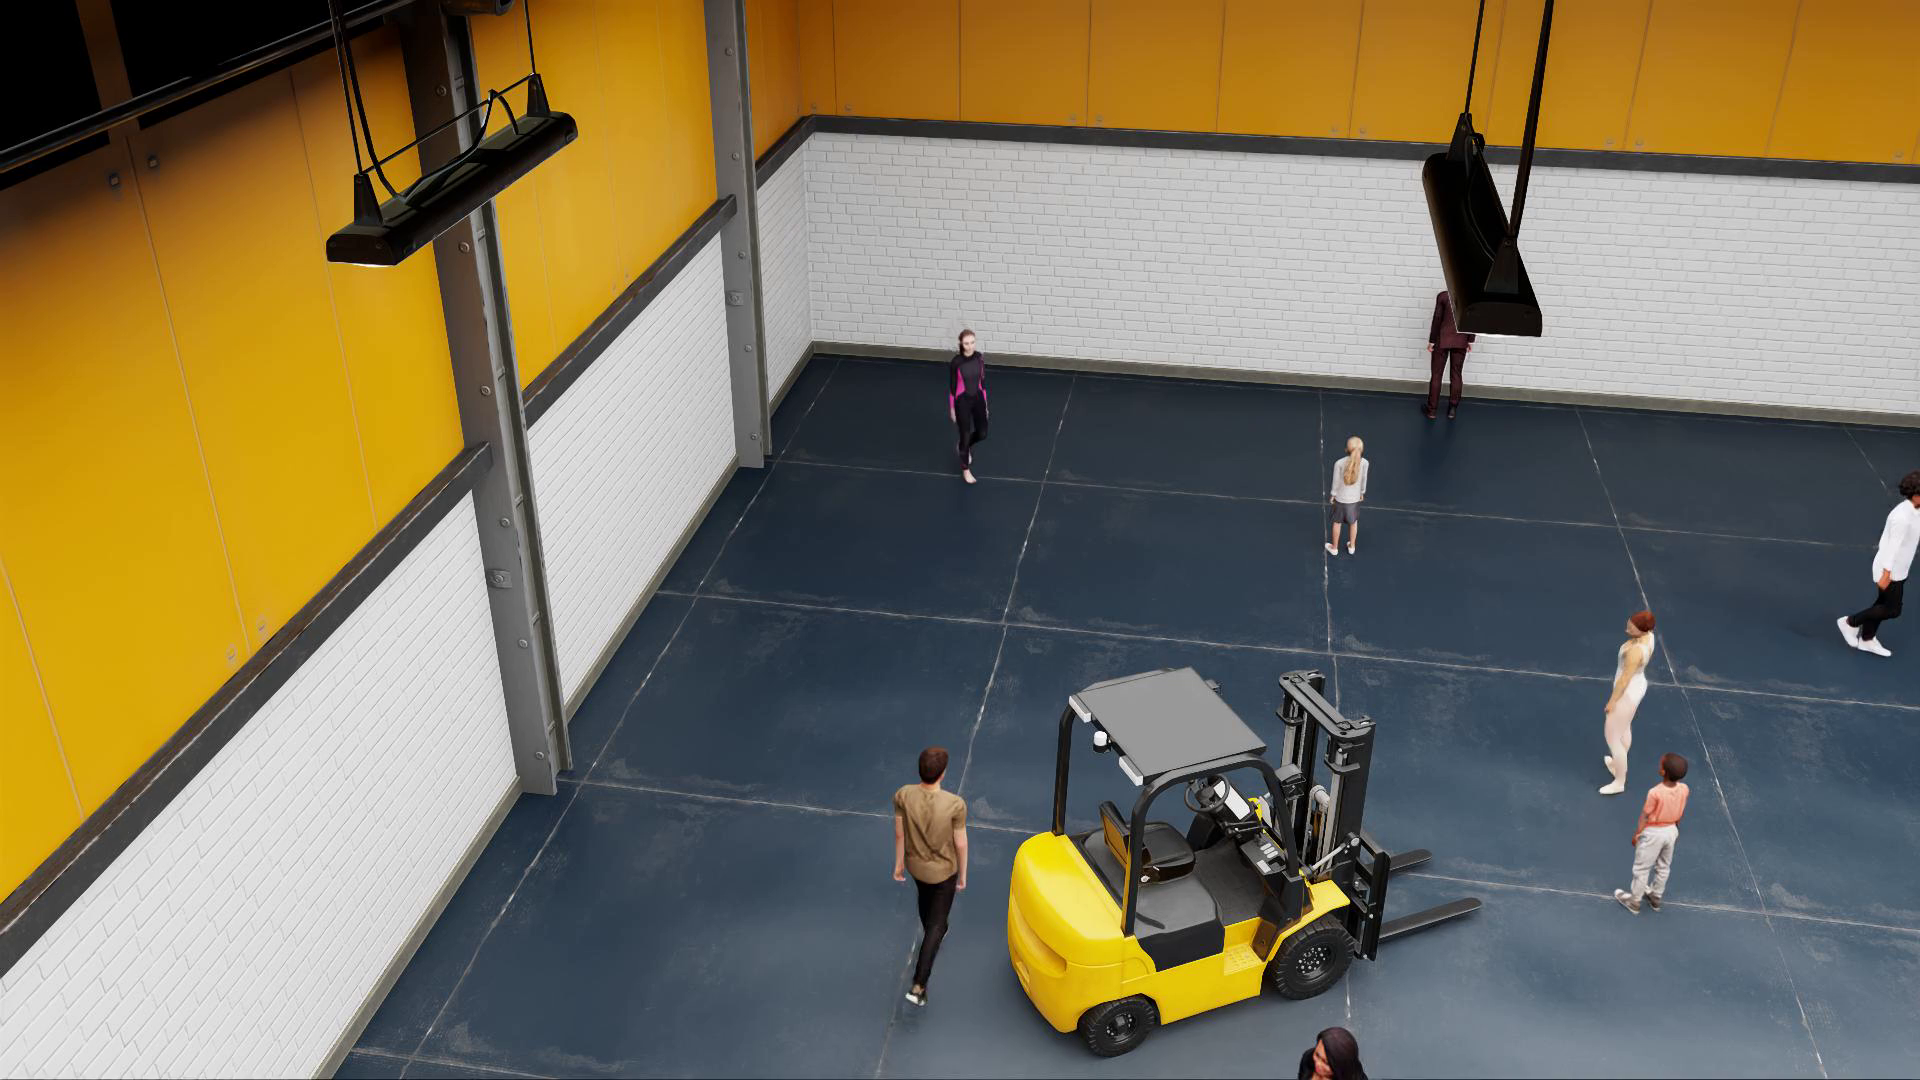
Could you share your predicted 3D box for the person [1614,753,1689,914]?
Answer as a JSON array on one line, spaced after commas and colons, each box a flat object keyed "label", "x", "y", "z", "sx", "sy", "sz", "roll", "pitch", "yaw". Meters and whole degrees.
[{"label": "person", "x": 4.959, "y": 2.075, "z": 11.786, "sx": 0.529, "sy": 1.309, "sz": 0.551, "roll": -5, "pitch": 29, "yaw": -10}]

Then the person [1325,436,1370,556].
[{"label": "person", "x": 3.837, "y": -0.448, "z": 16.447, "sx": 0.559, "sy": 1.274, "sz": 0.586, "roll": -3, "pitch": 29, "yaw": -5}]

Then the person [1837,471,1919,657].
[{"label": "person", "x": 8.169, "y": 0.200, "z": 14.712, "sx": 0.876, "sy": 1.797, "sz": 0.812, "roll": 24, "pitch": 36, "yaw": 36}]

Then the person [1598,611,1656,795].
[{"label": "person", "x": 5.268, "y": 1.200, "z": 13.070, "sx": 0.661, "sy": 1.616, "sz": 0.826, "roll": -20, "pitch": 34, "yaw": -31}]

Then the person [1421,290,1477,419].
[{"label": "person", "x": 5.678, "y": -2.307, "z": 19.240, "sx": 0.728, "sy": 1.864, "sz": 0.638, "roll": 0, "pitch": 29, "yaw": 0}]

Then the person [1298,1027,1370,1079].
[{"label": "person", "x": 2.100, "y": 3.303, "z": 9.240, "sx": 1.151, "sy": 1.591, "sz": 1.021, "roll": -25, "pitch": 37, "yaw": -37}]

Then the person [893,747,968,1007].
[{"label": "person", "x": -0.218, "y": 2.225, "z": 10.979, "sx": 0.785, "sy": 1.818, "sz": 1.251, "roll": 10, "pitch": 30, "yaw": 17}]

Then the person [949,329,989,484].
[{"label": "person", "x": 0.069, "y": -1.471, "z": 17.846, "sx": 0.754, "sy": 1.731, "sz": 0.840, "roll": -11, "pitch": 30, "yaw": -19}]
